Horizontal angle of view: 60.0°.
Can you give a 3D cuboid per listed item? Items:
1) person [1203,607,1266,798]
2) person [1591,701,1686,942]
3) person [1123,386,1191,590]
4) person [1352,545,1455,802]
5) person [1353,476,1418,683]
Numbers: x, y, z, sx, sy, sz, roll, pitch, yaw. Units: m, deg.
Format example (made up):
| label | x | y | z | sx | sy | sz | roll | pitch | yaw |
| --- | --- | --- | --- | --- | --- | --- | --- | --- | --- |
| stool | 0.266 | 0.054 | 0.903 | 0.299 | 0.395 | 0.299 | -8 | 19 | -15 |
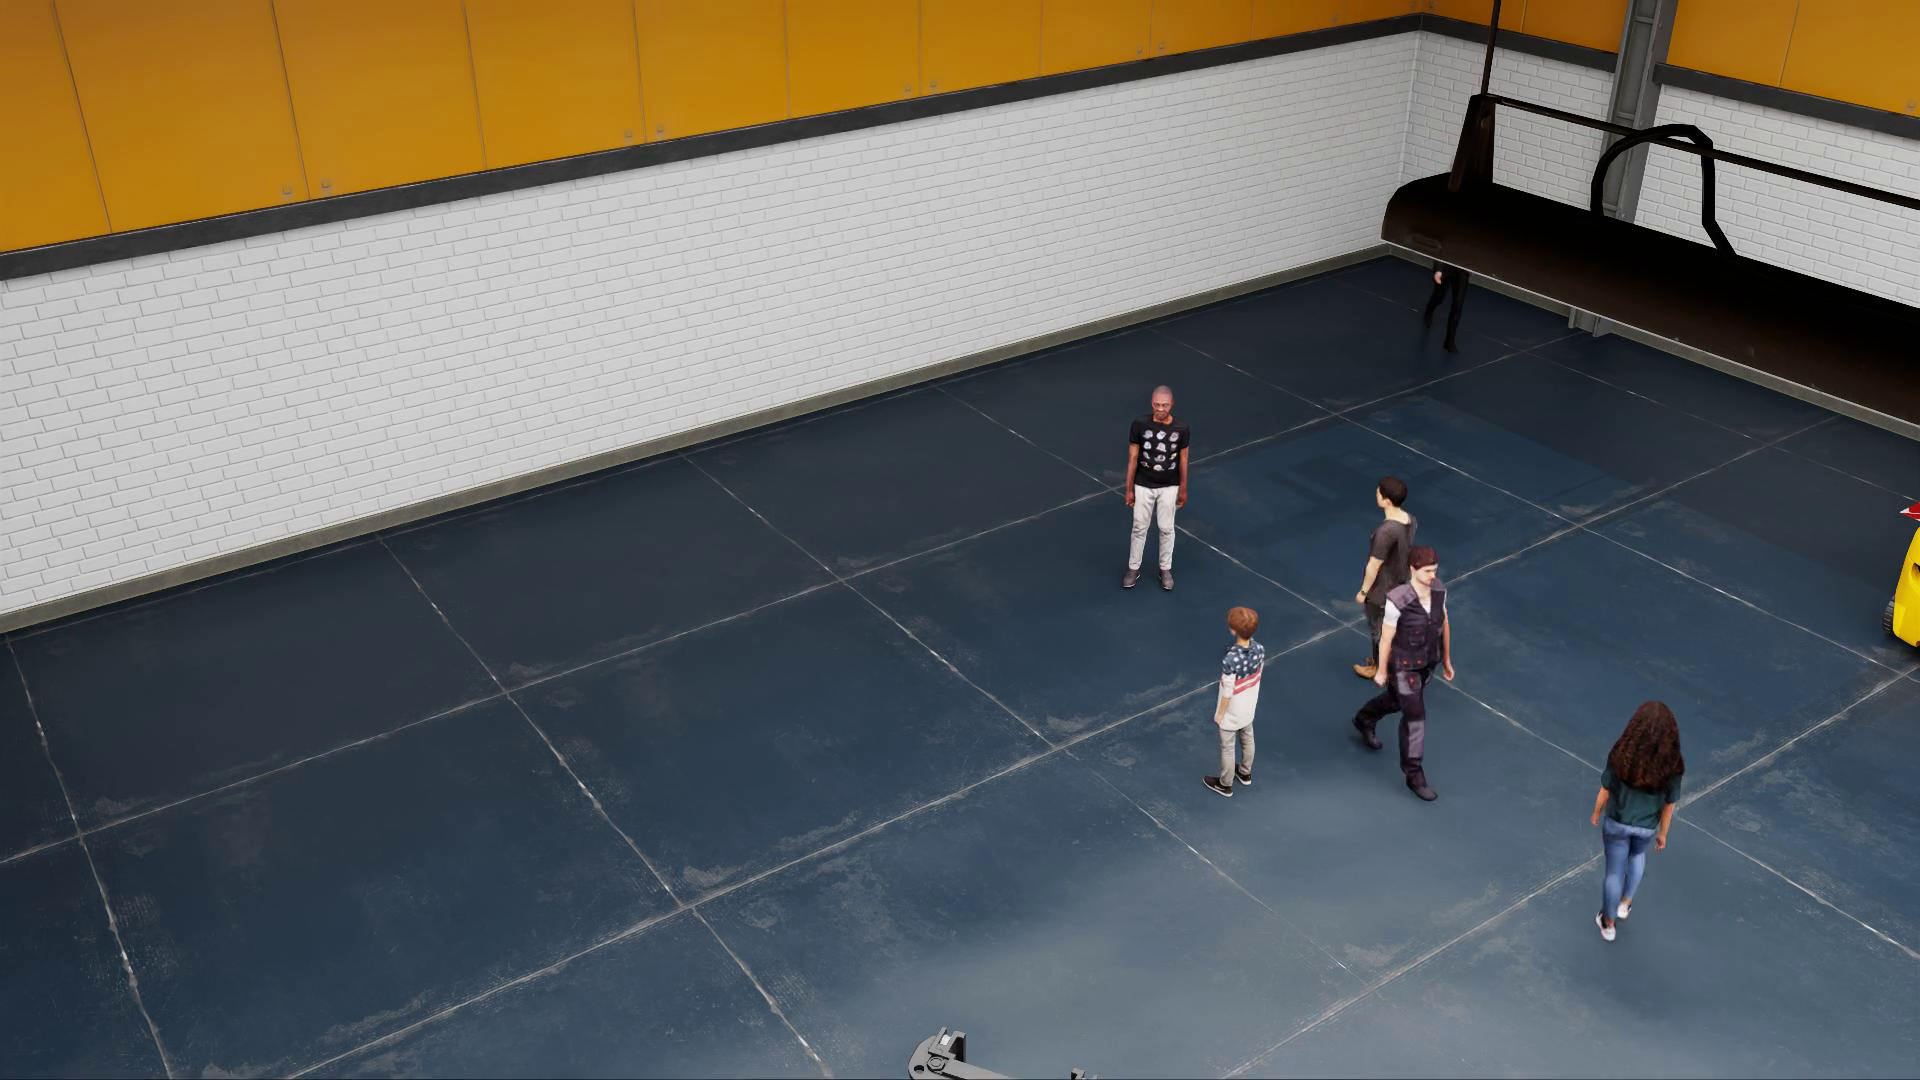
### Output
| label | x | y | z | sx | sy | sz | roll | pitch | yaw |
| --- | --- | --- | --- | --- | --- | --- | --- | --- | --- |
| person | 1.899 | 1.087 | 11.350 | 0.525 | 1.444 | 0.474 | -21 | 35 | -33 |
| person | 4.045 | 1.740 | 9.988 | 0.739 | 1.602 | 0.799 | 5 | 29 | 8 |
| person | 1.635 | -0.446 | 13.784 | 0.760 | 1.804 | 0.806 | 3 | 29 | 6 |
| person | 3.050 | 0.810 | 11.470 | 0.694 | 1.816 | 1.161 | -17 | 33 | -28 |
| person | 3.255 | 0.338 | 12.455 | 0.655 | 1.700 | 0.678 | 21 | 35 | 33 |
